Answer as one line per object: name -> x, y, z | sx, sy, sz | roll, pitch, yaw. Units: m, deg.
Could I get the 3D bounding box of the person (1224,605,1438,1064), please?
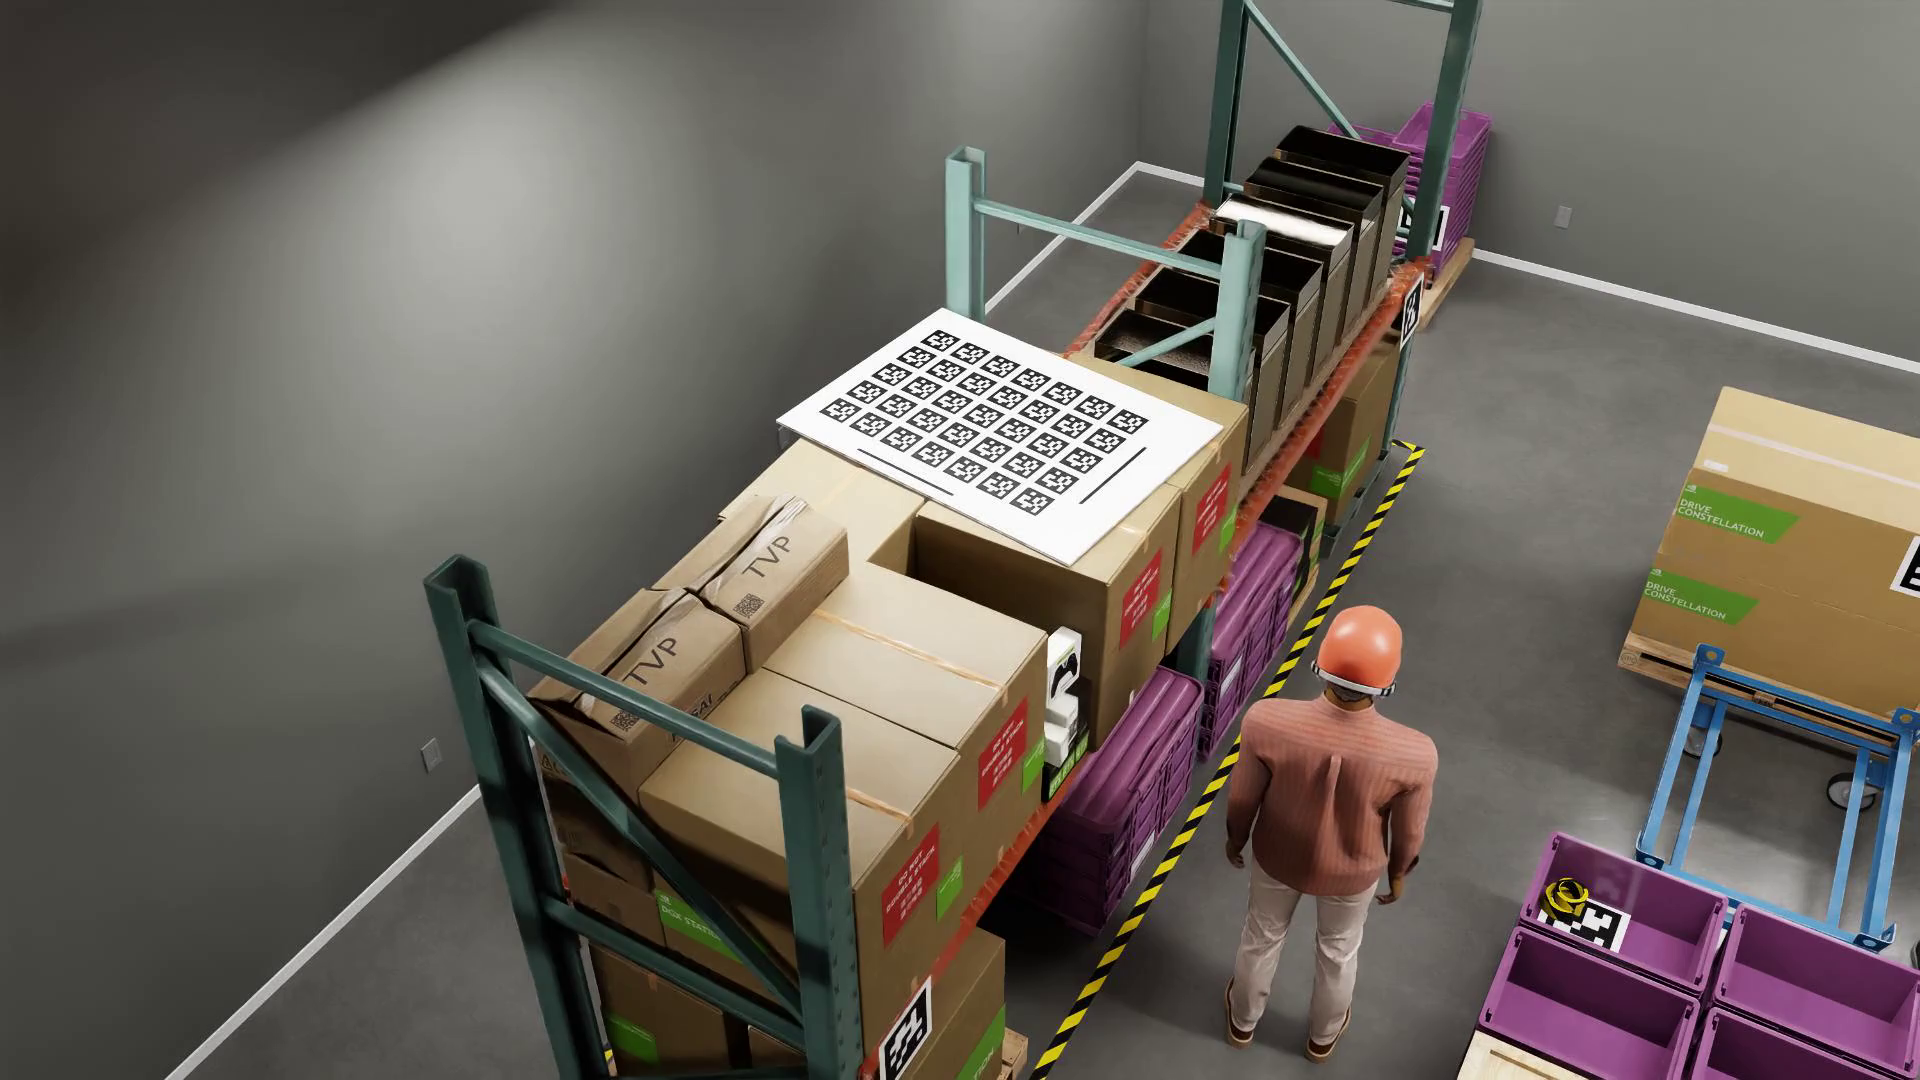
person -> 1.158, 0.992, 5.372 | 0.618, 1.994, 0.380 | 10, 41, 12

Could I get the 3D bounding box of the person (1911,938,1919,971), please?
person -> 3.712, 0.941, 5.556 | 0.603, 1.830, 0.404 | 23, 45, 25
